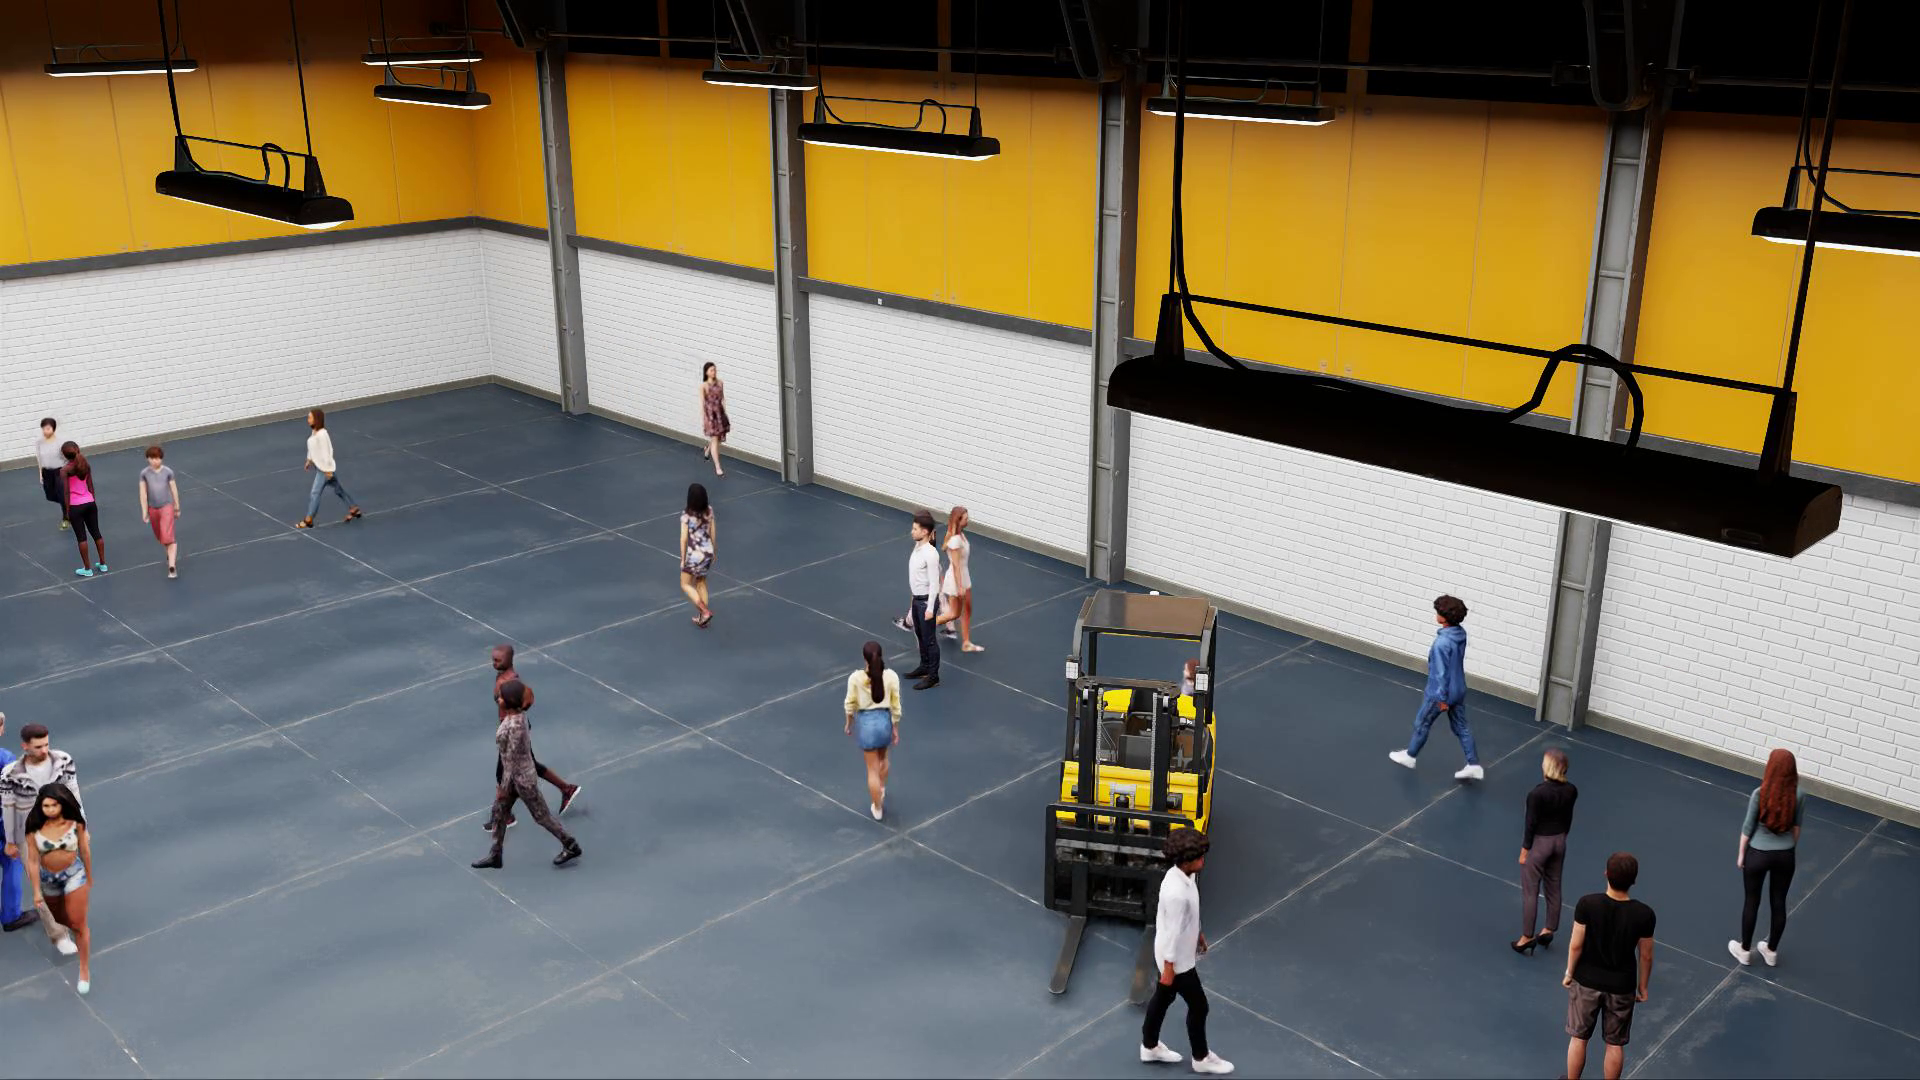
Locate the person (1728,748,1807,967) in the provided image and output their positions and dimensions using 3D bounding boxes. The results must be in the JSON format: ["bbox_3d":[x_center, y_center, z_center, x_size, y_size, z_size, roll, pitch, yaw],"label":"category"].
[{"bbox_3d":[6.060,2.376,12.442,0.653,1.740,0.728,2,19,5],"label":"person"}]

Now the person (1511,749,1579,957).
[{"bbox_3d":[4.434,2.364,12.591,0.653,1.668,0.628,-9,21,-25],"label":"person"}]

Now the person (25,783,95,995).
[{"bbox_3d":[-6.610,2.508,12.279,0.831,1.595,1.095,-7,20,-20],"label":"person"}]

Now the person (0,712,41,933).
[{"bbox_3d":[-7.607,2.214,12.846,0.931,1.790,0.877,-8,20,-22],"label":"person"}]

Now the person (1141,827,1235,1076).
[{"bbox_3d":[1.383,2.765,11.218,1.025,1.785,0.931,4,19,11],"label":"person"}]

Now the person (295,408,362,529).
[{"bbox_3d":[-8.521,-0.969,22.547,0.917,1.631,1.103,-9,21,-26],"label":"person"}]

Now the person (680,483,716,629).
[{"bbox_3d":[-2.938,0.218,18.877,0.633,1.723,0.719,-15,24,-38],"label":"person"}]

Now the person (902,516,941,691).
[{"bbox_3d":[-0.361,0.628,17.433,0.771,1.868,0.652,-7,20,-19],"label":"person"}]

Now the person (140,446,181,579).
[{"bbox_3d":[-9.999,-0.391,20.838,0.965,1.625,1.188,-4,19,-12],"label":"person"}]

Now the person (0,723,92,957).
[{"bbox_3d":[-7.074,2.220,12.770,1.085,1.828,0.795,15,24,37],"label":"person"}]

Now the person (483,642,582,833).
[{"bbox_3d":[-3.777,1.691,14.501,0.920,1.725,1.126,-10,21,-28],"label":"person"}]

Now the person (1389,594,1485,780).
[{"bbox_3d":[4.550,1.392,15.302,1.111,1.779,0.673,18,25,42],"label":"person"}]

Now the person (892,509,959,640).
[{"bbox_3d":[-0.278,0.420,18.611,1.080,1.510,0.687,13,22,33],"label":"person"}]

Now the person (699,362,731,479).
[{"bbox_3d":[-3.710,-1.804,24.822,0.669,1.761,0.845,-16,24,-39],"label":"person"}]

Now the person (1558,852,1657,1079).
[{"bbox_3d":[4.180,2.865,10.800,0.686,1.861,0.830,6,19,17],"label":"person"}]

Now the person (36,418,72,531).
[{"bbox_3d":[-12.237,-0.922,22.553,0.838,1.537,0.904,-1,19,-2],"label":"person"}]

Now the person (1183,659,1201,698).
[{"bbox_3d":[2.190,1.630,15.653,0.599,1.105,0.518,-3,19,-9],"label":"person"}]

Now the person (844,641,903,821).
[{"bbox_3d":[-0.744,1.700,14.660,0.889,1.606,1.005,-4,19,-13],"label":"person"}]

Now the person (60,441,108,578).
[{"bbox_3d":[-10.946,-0.408,20.732,0.618,1.726,0.601,11,22,30],"label":"person"}]

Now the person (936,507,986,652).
[{"bbox_3d":[-0.107,0.449,18.254,1.038,1.684,0.894,3,19,9],"label":"person"}]

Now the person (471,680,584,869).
[{"bbox_3d":[-3.529,1.979,13.725,1.018,1.674,1.144,-5,19,-14],"label":"person"}]
